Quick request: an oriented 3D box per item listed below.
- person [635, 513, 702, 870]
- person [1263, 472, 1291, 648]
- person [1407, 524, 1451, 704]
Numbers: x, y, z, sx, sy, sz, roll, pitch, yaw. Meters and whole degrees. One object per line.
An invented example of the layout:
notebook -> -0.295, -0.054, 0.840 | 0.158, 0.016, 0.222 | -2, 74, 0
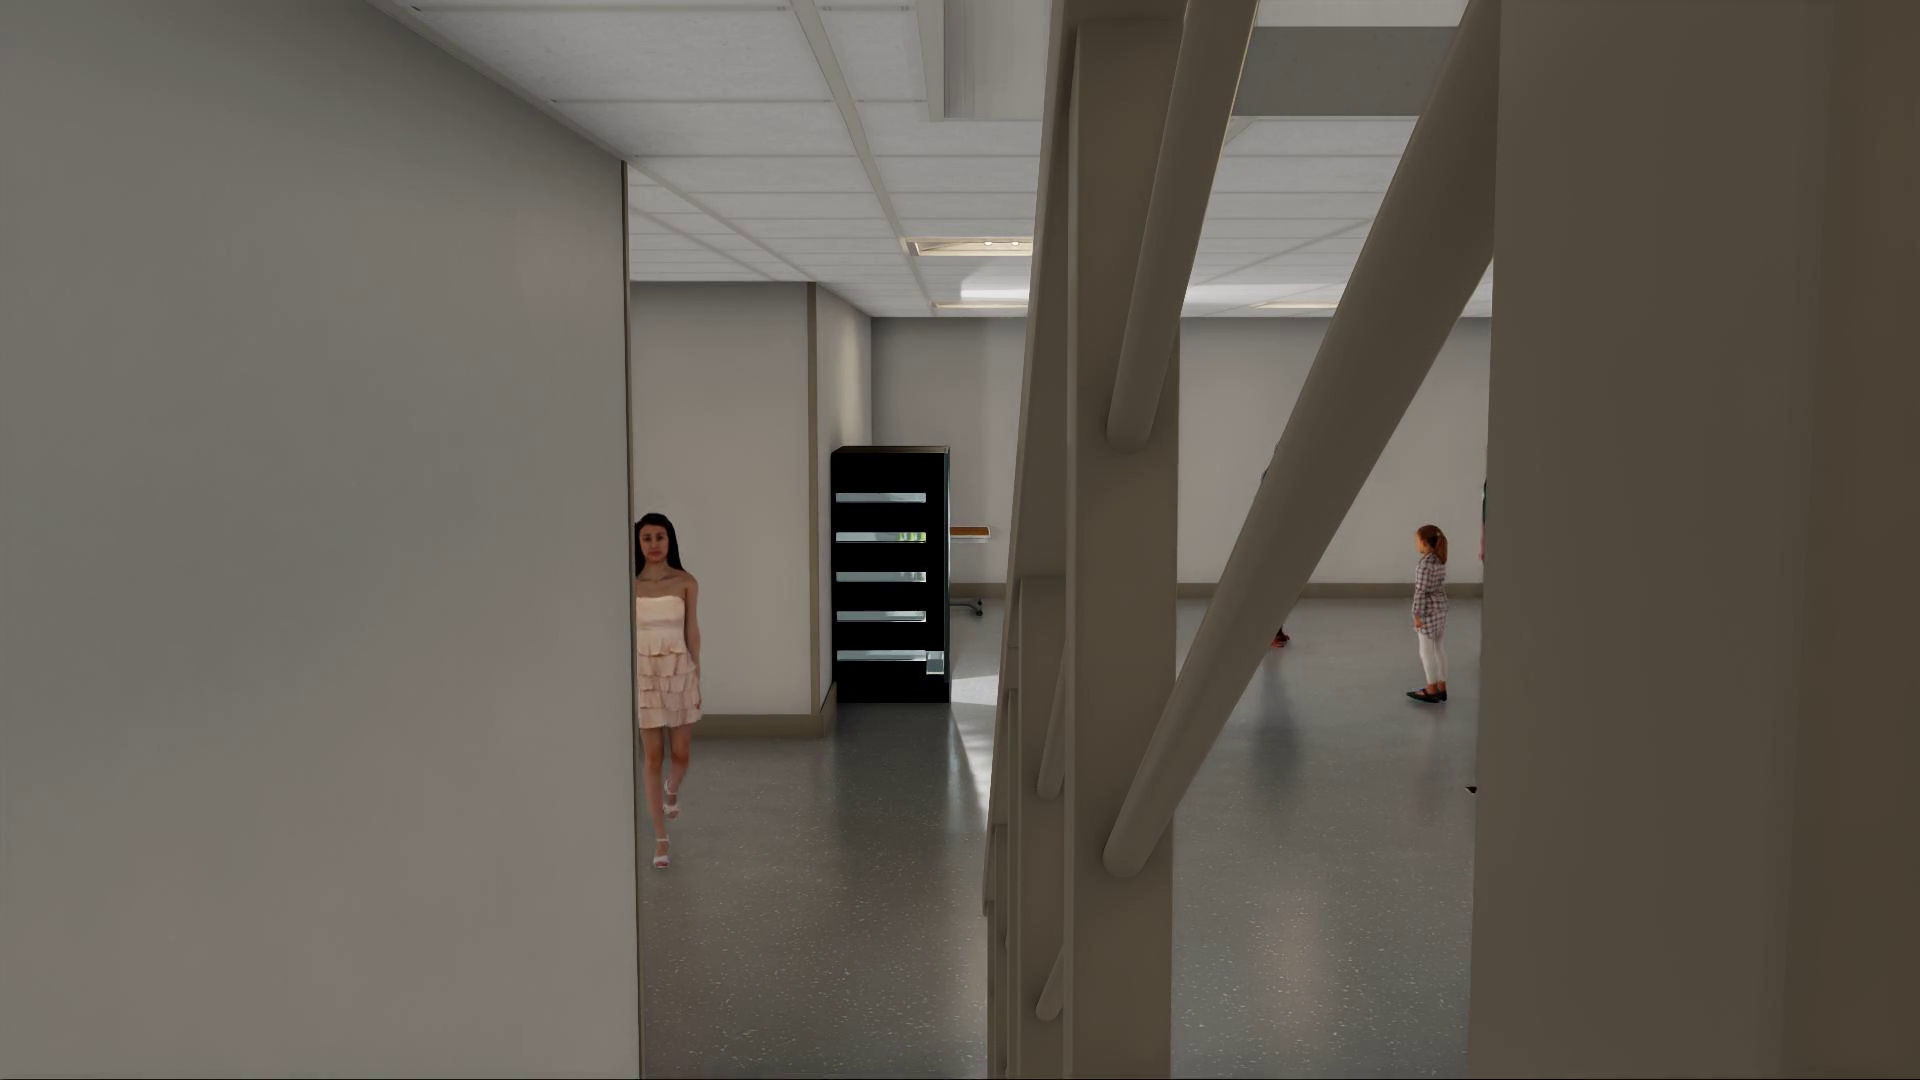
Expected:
person -> -1.472, 0.724, 8.194 | 0.653, 1.725, 0.830 | -1, 6, -11
person -> 2.814, 0.031, 14.734 | 0.861, 1.794, 0.495 | -2, 6, -15
person -> 3.484, 0.533, 12.212 | 0.657, 1.300, 0.604 | 5, 8, 43
